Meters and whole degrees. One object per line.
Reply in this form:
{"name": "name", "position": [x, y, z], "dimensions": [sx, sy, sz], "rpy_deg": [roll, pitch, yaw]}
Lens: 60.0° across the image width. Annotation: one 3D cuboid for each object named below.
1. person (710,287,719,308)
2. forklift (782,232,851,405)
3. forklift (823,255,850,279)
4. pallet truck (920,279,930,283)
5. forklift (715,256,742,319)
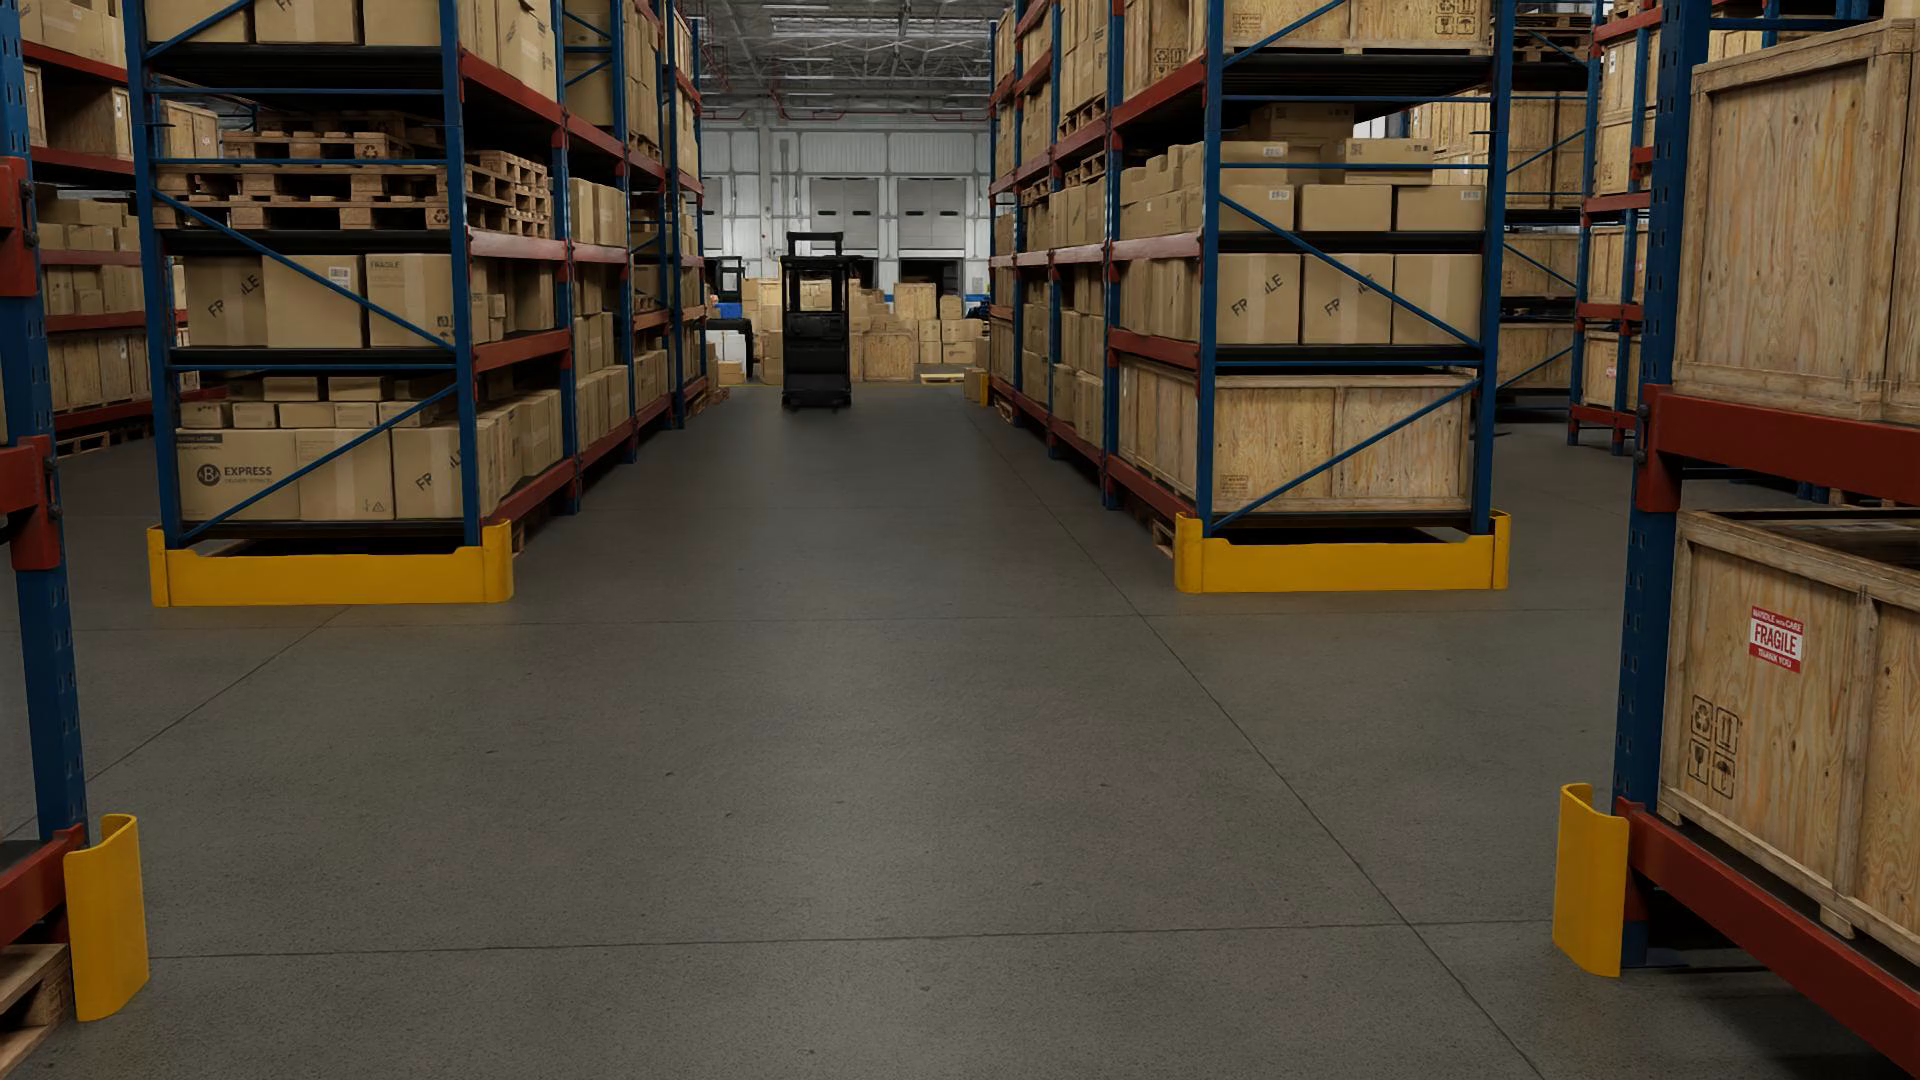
{"name": "person", "position": [-9.113, -8.608, 62.083], "dimensions": [0.535, 1.699, 0.318], "rpy_deg": [1, 9, 6]}
{"name": "forklift", "position": [-2.377, -3.690, 27.498], "dimensions": [1.129, 2.768, 1.873], "rpy_deg": [-1, 9, -4]}
{"name": "forklift", "position": [-4.347, -8.652, 58.655], "dimensions": [1.129, 2.768, 1.873], "rpy_deg": [-6, 11, -31]}
{"name": "pallet truck", "position": [-0.932, -8.922, 63.114], "dimensions": [1.885, 1.965, 0.823], "rpy_deg": [2, 9, 13]}
{"name": "forklift", "position": [-8.573, -9.185, 62.001], "dimensions": [1.129, 2.768, 1.873], "rpy_deg": [-1, 9, -4]}
